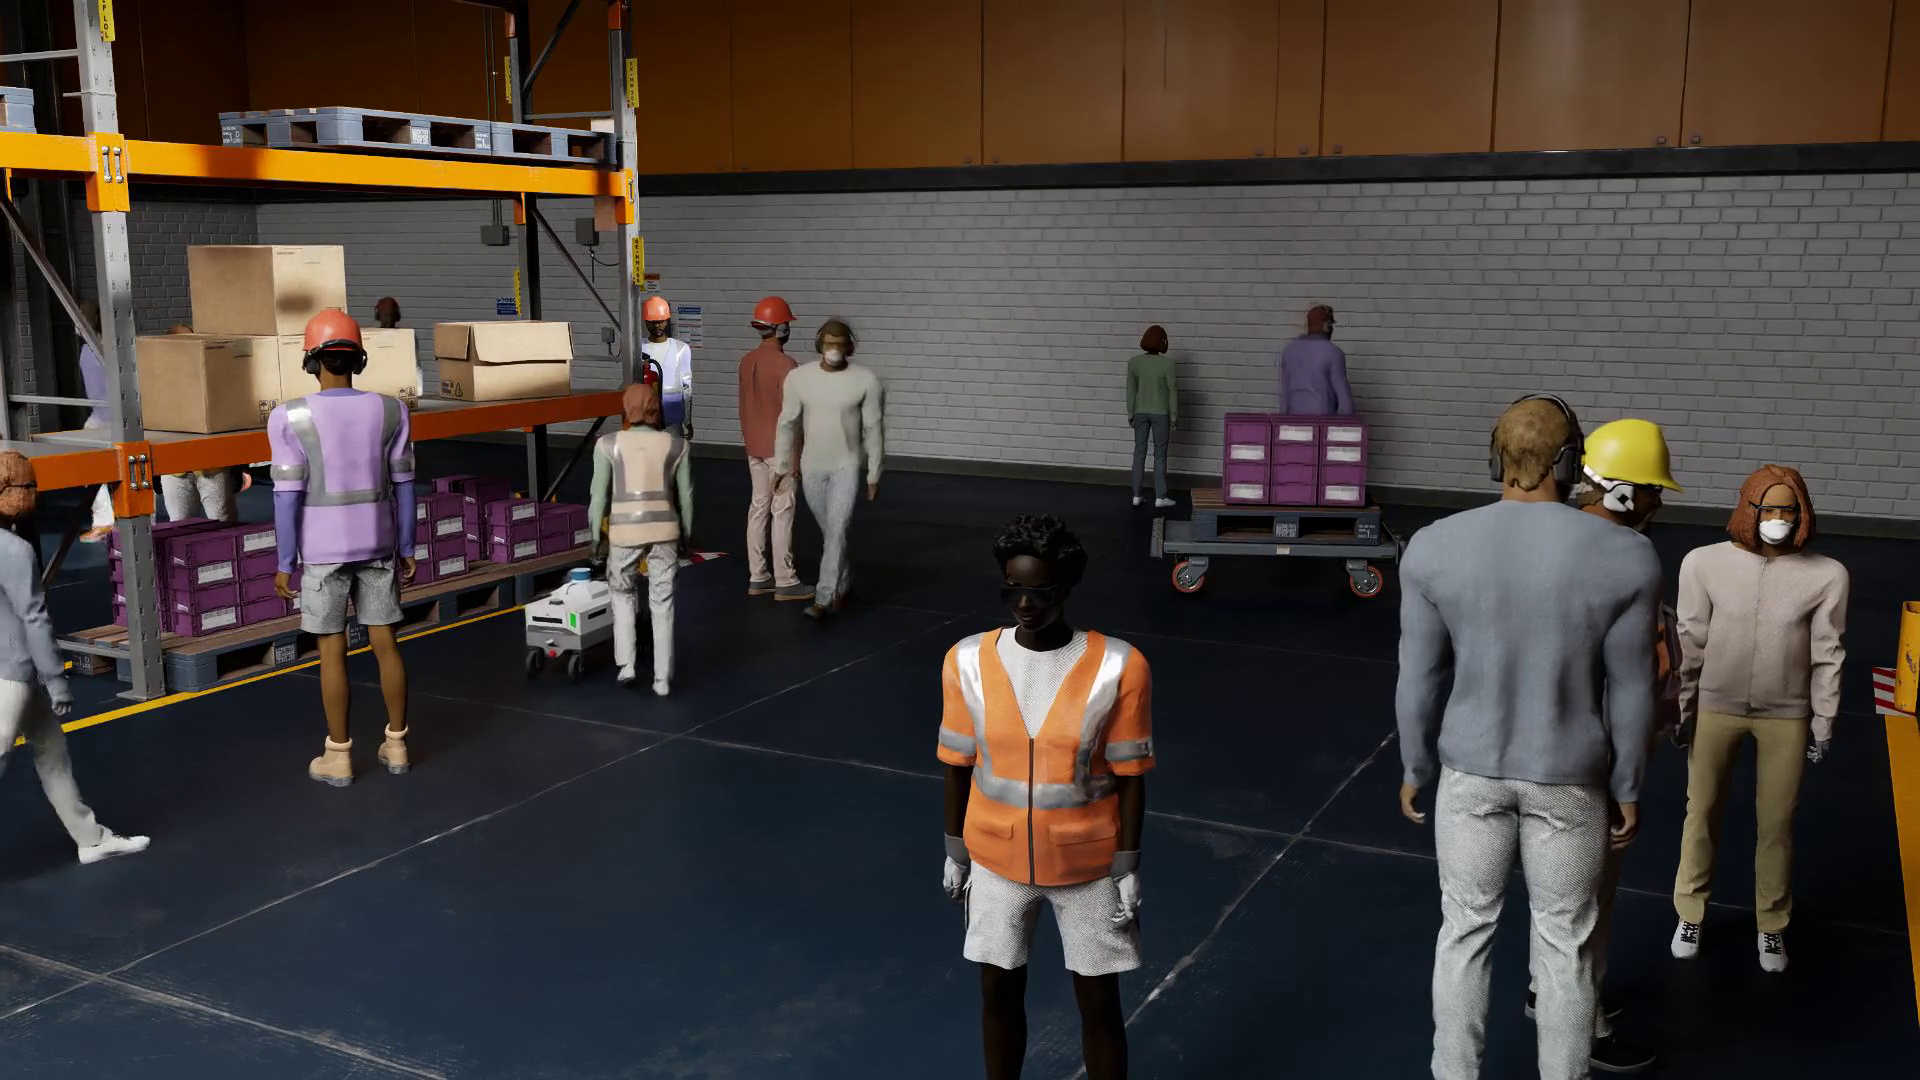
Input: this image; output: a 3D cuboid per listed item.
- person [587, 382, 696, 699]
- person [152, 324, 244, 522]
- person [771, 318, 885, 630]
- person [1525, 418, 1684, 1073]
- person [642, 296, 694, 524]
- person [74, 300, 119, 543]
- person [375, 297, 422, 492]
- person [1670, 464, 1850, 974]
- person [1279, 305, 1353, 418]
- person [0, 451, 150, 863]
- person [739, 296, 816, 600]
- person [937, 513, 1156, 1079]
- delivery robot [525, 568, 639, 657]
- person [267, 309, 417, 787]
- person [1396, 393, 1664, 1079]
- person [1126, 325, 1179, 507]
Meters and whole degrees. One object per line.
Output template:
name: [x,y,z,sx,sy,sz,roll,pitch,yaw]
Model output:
person: [-1.642,-0.002,8.597,0.571,1.615,0.514,-3,10,-18]
person: [-4.873,-0.453,10.602,0.622,1.837,0.428,-1,10,-5]
person: [-0.804,-0.415,10.242,0.641,1.872,1.067,3,10,16]
person: [1.815,0.567,4.716,0.403,1.826,0.586,1,10,7]
person: [-2.407,-0.979,13.343,0.551,1.935,0.375,-3,10,-19]
person: [-6.690,-0.905,13.006,0.632,1.916,0.651,7,12,34]
person: [-5.398,-1.355,15.760,0.607,1.854,0.763,-4,11,-22]
person: [2.527,0.565,5.306,0.497,1.629,0.276,4,11,22]
person: [2.964,-0.997,13.697,0.973,1.853,0.658,-6,11,-29]
person: [-3.417,0.477,5.927,0.532,1.591,0.841,9,14,44]
person: [-1.219,-0.601,10.977,0.373,1.997,0.615,-9,13,-42]
person: [0.198,0.764,3.986,0.533,1.687,0.320,3,10,16]
delivery robot: [-2.065,0.396,9.110,0.477,0.478,0.707,3,10,19]
person: [-2.654,0.033,7.175,0.616,2.041,0.382,-8,13,-40]
person: [1.415,0.601,4.206,0.627,1.936,0.374,4,11,23]
person: [1.740,-1.116,15.010,0.508,1.632,0.264,7,12,33]
